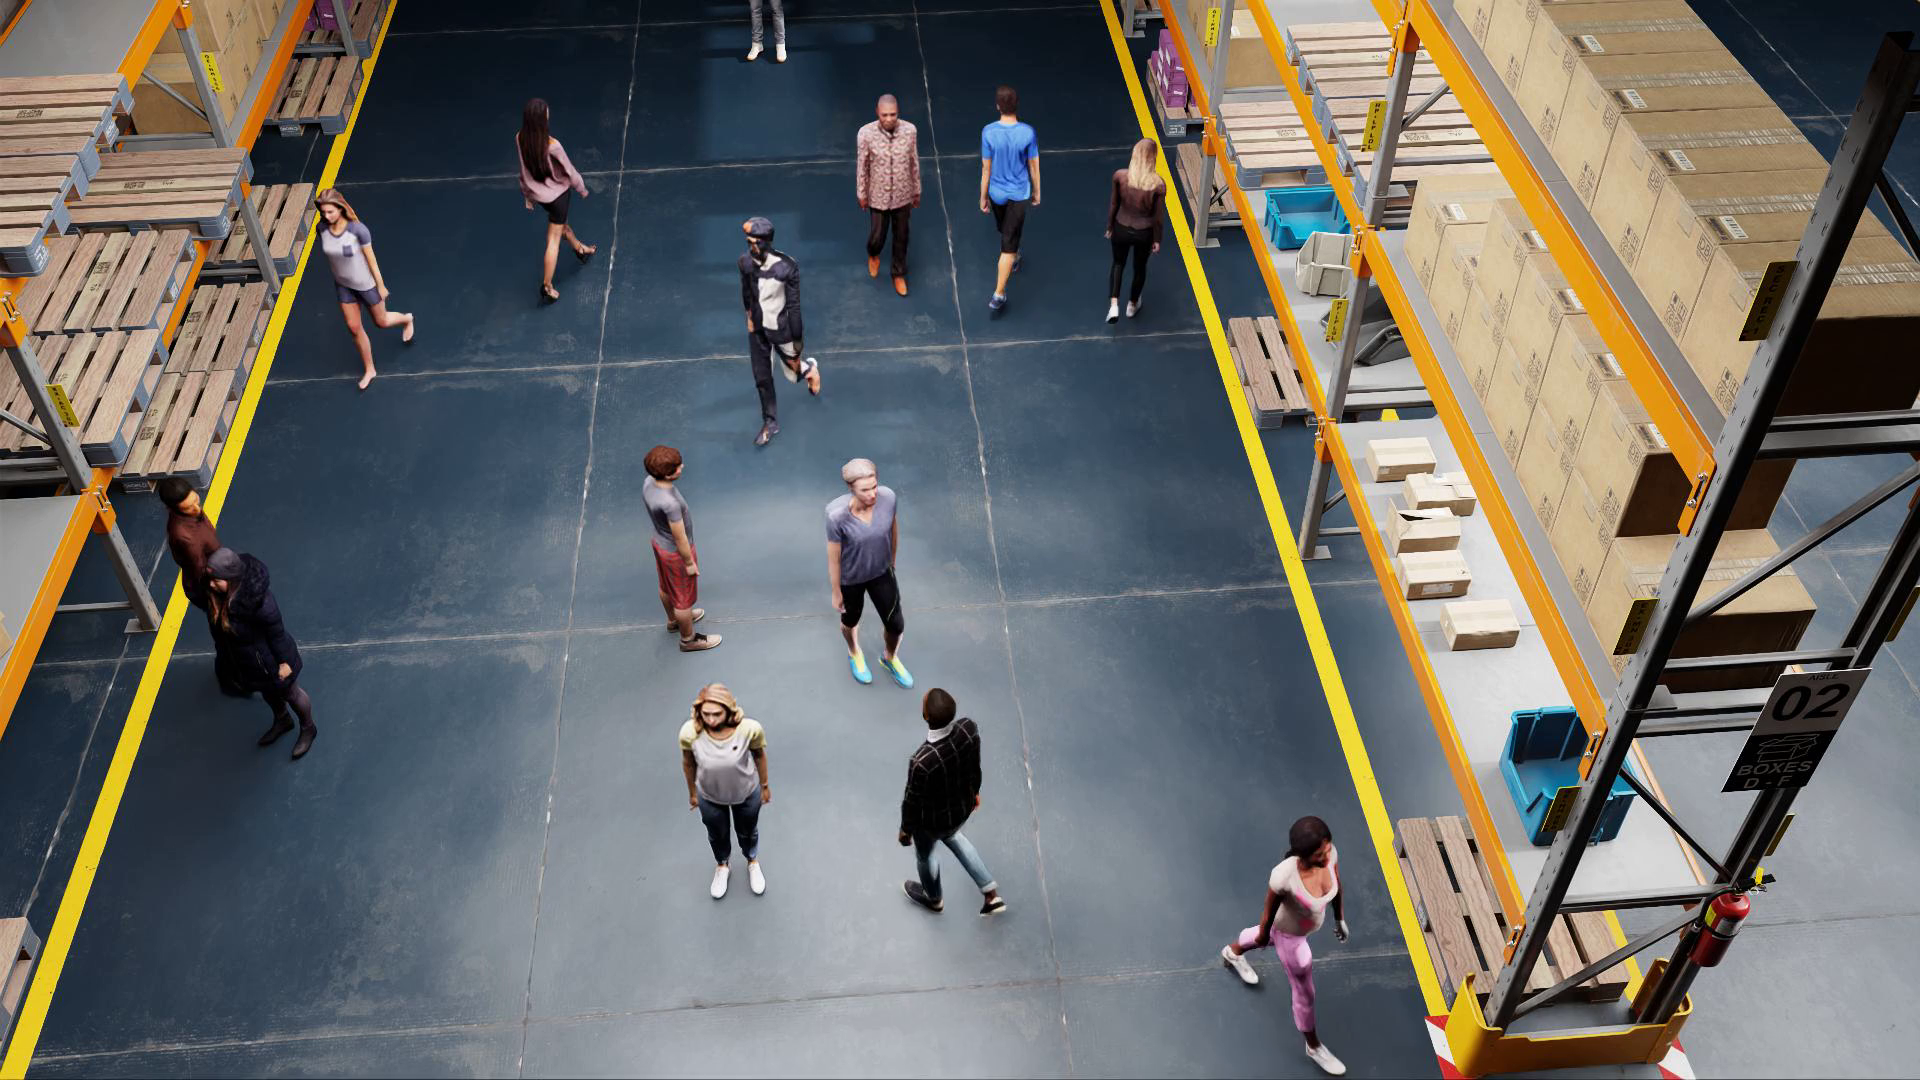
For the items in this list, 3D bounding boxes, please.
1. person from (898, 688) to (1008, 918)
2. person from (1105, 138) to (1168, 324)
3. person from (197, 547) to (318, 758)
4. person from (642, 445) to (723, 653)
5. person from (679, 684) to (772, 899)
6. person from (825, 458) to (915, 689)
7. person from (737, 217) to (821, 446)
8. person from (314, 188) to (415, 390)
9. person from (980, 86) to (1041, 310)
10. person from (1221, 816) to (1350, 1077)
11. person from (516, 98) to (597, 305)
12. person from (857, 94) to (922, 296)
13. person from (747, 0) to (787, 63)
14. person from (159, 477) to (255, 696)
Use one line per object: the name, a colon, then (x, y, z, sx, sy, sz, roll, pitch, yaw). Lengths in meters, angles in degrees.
person: (-0.024, 1.544, 9.169, 1.070, 1.800, 0.995, 33, 53, 30)
person: (1.382, -2.436, 13.425, 0.818, 1.691, 0.968, 12, 45, 12)
person: (-4.285, 0.667, 10.180, 0.785, 1.674, 0.810, 17, 46, 17)
person: (-1.872, 0.050, 10.844, 0.714, 1.651, 0.595, -21, 48, -21)
person: (-1.305, 1.403, 9.374, 0.624, 1.722, 0.525, -4, 44, -5)
person: (-0.658, 0.165, 10.567, 0.793, 1.868, 0.823, -17, 46, -17)
person: (-1.341, -1.614, 12.436, 0.962, 1.866, 1.168, 16, 46, 16)
person: (-4.654, -2.047, 13.009, 0.814, 1.701, 1.076, 9, 44, 10)
person: (0.387, -2.757, 13.674, 0.865, 1.812, 1.274, 7, 44, 8)
person: (1.706, 1.981, 8.792, 1.027, 1.686, 1.204, -30, 51, -28)
person: (-3.404, -2.726, 13.671, 0.979, 1.772, 1.129, 21, 48, 21)
person: (-0.592, -2.935, 13.875, 0.752, 1.793, 0.827, -9, 44, -10)
person: (-1.988, -5.780, 16.785, 0.702, 1.899, 0.618, 4, 44, 4)
person: (-4.773, 0.292, 10.507, 0.950, 1.766, 0.699, -27, 50, -25)
